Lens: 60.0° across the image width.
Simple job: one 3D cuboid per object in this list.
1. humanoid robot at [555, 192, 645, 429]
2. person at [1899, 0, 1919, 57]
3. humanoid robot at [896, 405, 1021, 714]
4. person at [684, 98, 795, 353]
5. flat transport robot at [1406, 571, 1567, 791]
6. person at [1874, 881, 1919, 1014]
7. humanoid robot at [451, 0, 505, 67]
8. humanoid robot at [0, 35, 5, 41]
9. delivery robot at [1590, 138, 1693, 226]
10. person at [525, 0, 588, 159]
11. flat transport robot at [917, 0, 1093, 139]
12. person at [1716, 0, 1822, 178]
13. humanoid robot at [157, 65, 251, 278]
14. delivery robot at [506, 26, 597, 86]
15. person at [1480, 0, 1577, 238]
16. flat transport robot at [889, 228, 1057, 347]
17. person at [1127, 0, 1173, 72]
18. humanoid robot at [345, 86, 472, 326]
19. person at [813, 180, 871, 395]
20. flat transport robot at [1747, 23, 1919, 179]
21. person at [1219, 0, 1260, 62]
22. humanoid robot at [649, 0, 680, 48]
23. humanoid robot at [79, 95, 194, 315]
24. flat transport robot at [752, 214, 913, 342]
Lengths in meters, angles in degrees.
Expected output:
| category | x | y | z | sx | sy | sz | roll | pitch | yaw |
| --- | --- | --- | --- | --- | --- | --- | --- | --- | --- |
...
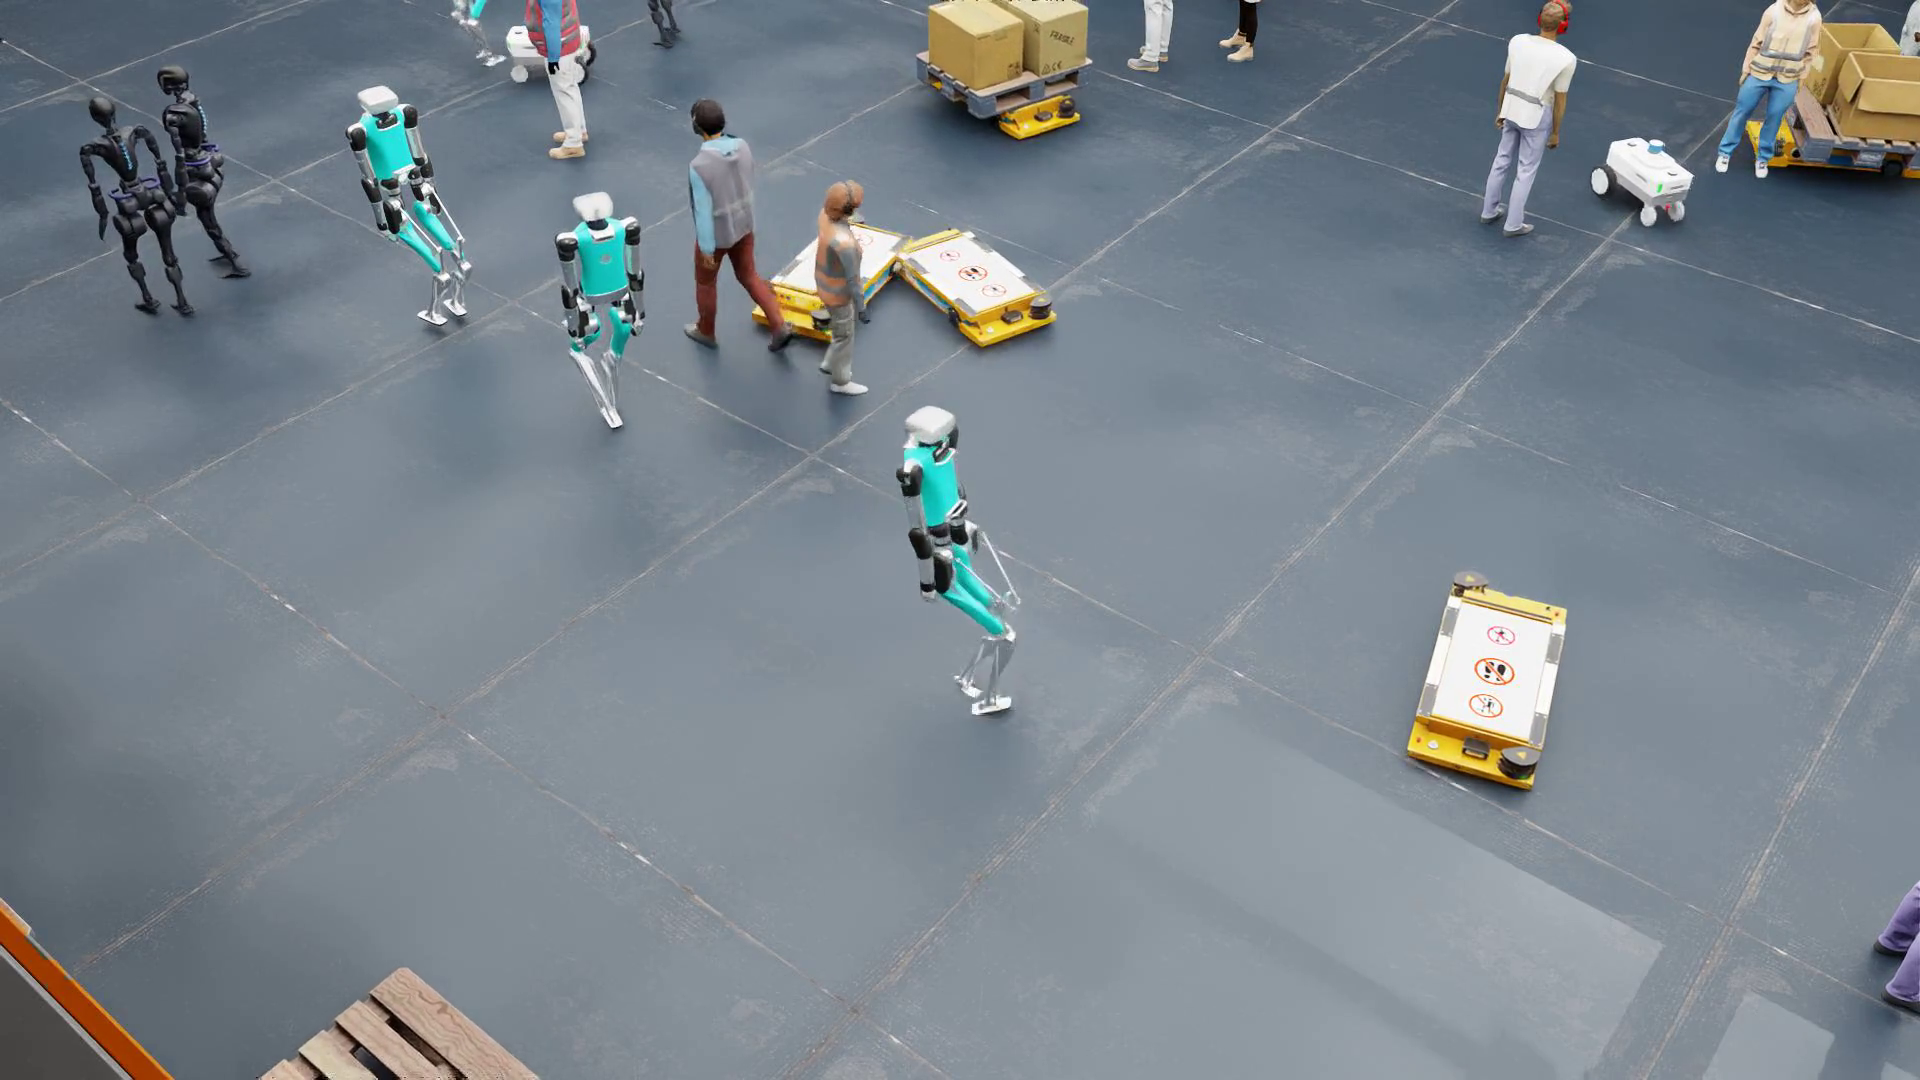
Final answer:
| category | x | y | z | sx | sy | sz | roll | pitch | yaw |
| --- | --- | --- | --- | --- | --- | --- | --- | --- | --- |
| humanoid robot | -2.333 | -1.451 | 10.747 | 0.541 | 1.906 | 0.726 | -21 | 45 | -23 |
| person | 8.214 | -4.424 | 14.143 | 0.321 | 1.742 | 0.491 | 21 | 45 | 23 |
| humanoid robot | 0.109 | 0.173 | 8.748 | 0.924 | 1.752 | 0.562 | 24 | 46 | 25 |
| person | -1.559 | -2.088 | 11.318 | 0.801 | 1.849 | 0.564 | 31 | 49 | 31 |
| flat transport robot | 2.939 | 0.747 | 9.200 | 0.659 | 0.231 | 1.431 | 15 | 43 | 17 |
| person | 4.460 | 1.371 | 7.259 | 0.391 | 1.836 | 0.559 | 11 | 42 | 13 |
| humanoid robot | -4.401 | -5.157 | 15.002 | 0.709 | 1.751 | 0.551 | -32 | 50 | -32 |
| humanoid robot | -9.412 | -5.311 | 15.257 | 0.603 | 1.643 | 0.439 | 7 | 41 | 8 |
| delivery robot | 5.470 | -2.904 | 13.280 | 0.499 | 0.602 | 0.801 | -12 | 42 | -14 |
| person | -3.317 | -4.063 | 13.656 | 0.429 | 1.830 | 0.637 | -5 | 41 | -6 |
| flat transport robot | 0.376 | -3.971 | 14.749 | 0.659 | 0.231 | 1.431 | -24 | 46 | -26 |
| person | 6.543 | -3.750 | 13.370 | 0.491 | 1.721 | 0.378 | 13 | 42 | 15 |
| humanoid robot | -5.586 | -2.650 | 12.114 | 0.410 | 1.650 | 0.602 | -1 | 40 | -1 |
| delivery robot | -3.699 | -4.454 | 15.108 | 0.797 | 0.608 | 0.499 | 0 | 40 | 0 |
| person | 4.291 | -3.176 | 12.607 | 0.389 | 1.838 | 0.559 | -26 | 47 | -27 |
| flat transport robot | 0.044 | -1.918 | 12.334 | 0.659 | 0.231 | 1.431 | -22 | 45 | -24 |
| person | 1.761 | -5.141 | 14.881 | 0.355 | 1.883 | 0.572 | 21 | 45 | 23 |
| humanoid robot | -3.721 | -2.264 | 11.530 | 0.745 | 1.691 | 0.531 | 27 | 47 | 28 |
| person | -0.769 | -1.625 | 10.939 | 0.369 | 1.624 | 0.548 | -8 | 41 | -9 |
| flat transport robot | 7.440 | -3.314 | 13.976 | 1.431 | 0.231 | 0.659 | 7 | 41 | 8 |
| person | 2.616 | -5.213 | 15.104 | 0.317 | 1.699 | 0.537 | -3 | 40 | -4 |
| humanoid robot | -2.823 | -5.357 | 15.291 | 0.338 | 1.655 | 0.597 | 31 | 49 | 31 |
| humanoid robot | -5.827 | -2.370 | 11.783 | 0.460 | 1.645 | 0.600 | 32 | 50 | 32 |
| flat transport robot | -0.902 | -1.971 | 12.397 | 0.659 | 0.231 | 1.431 | 17 | 43 | 19 |
